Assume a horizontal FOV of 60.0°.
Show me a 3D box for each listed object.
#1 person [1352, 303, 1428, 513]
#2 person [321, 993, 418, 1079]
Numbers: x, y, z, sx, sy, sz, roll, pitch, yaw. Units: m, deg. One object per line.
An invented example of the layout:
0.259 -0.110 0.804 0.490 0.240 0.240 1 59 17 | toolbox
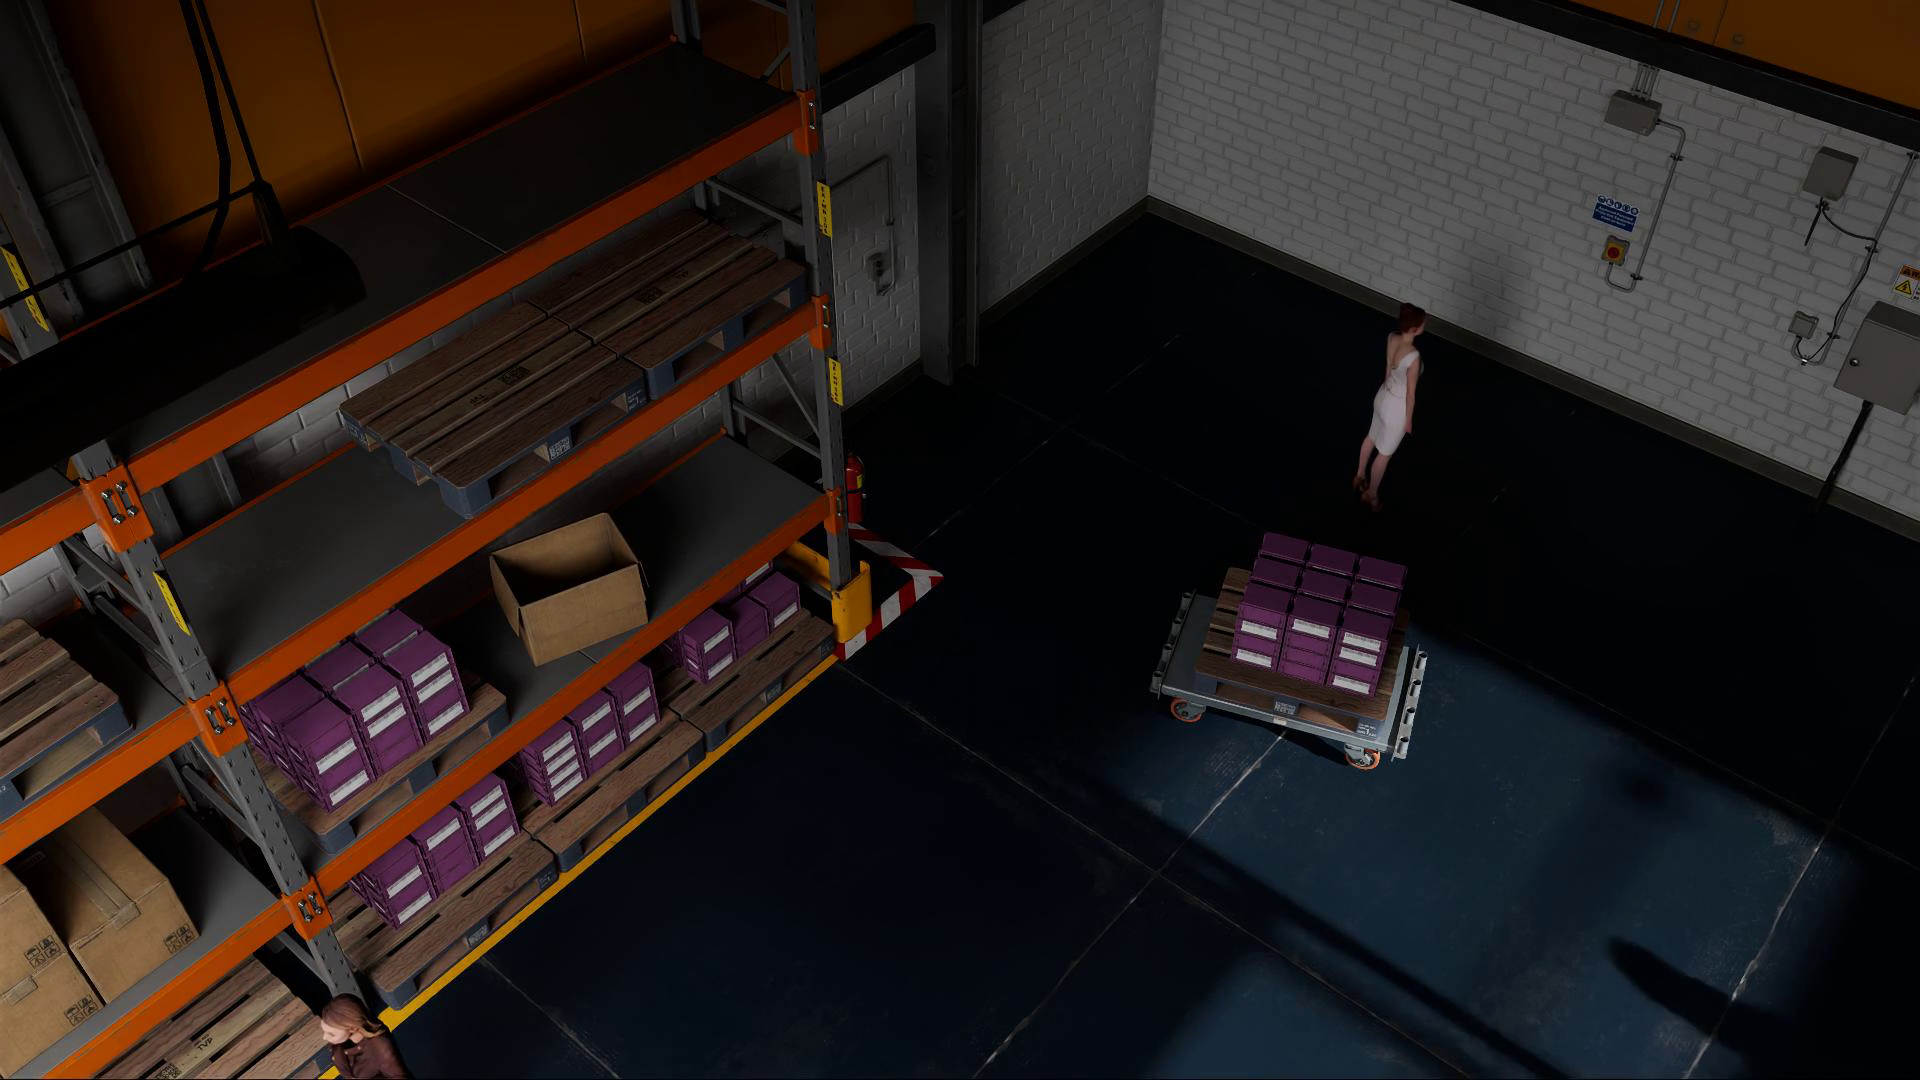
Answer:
3.071 -0.945 11.884 0.653 1.792 0.624 -9 44 -10 | person
-2.790 2.694 8.128 0.624 1.703 0.532 24 49 24 | person
